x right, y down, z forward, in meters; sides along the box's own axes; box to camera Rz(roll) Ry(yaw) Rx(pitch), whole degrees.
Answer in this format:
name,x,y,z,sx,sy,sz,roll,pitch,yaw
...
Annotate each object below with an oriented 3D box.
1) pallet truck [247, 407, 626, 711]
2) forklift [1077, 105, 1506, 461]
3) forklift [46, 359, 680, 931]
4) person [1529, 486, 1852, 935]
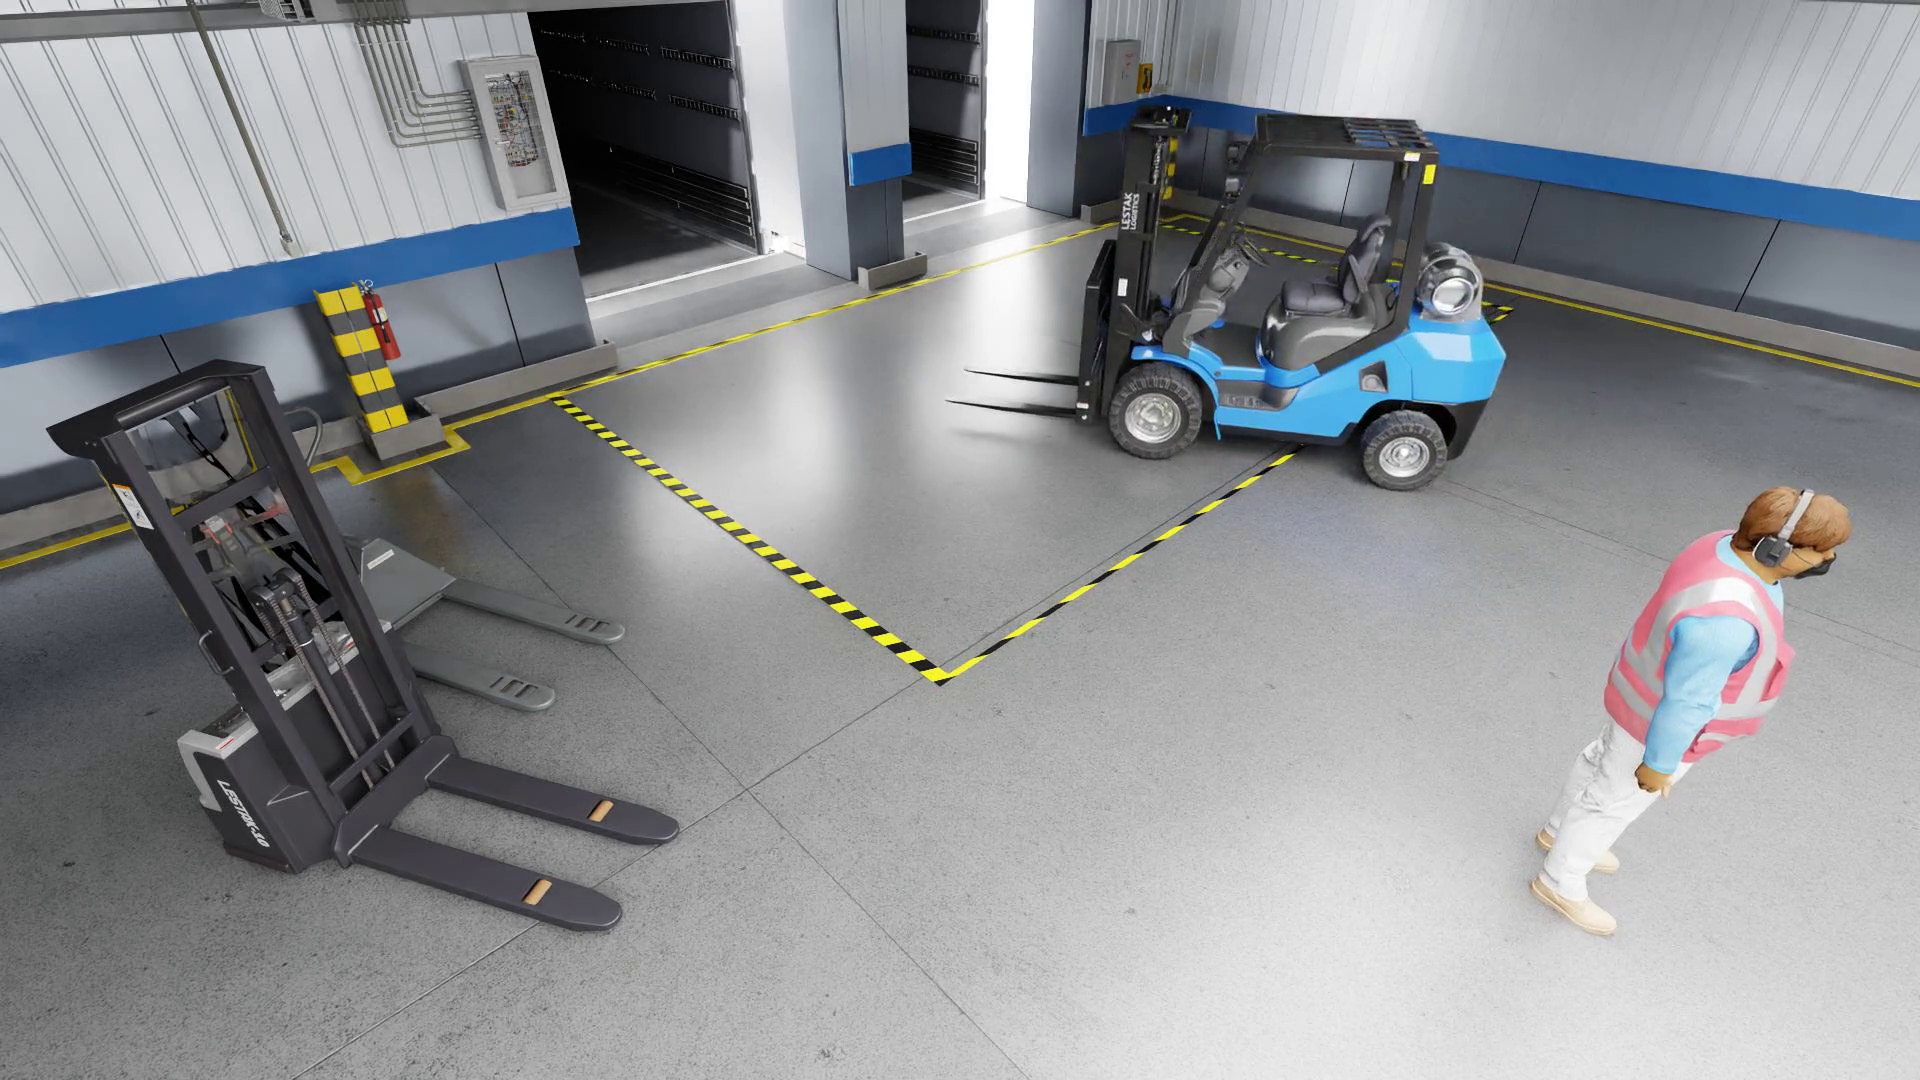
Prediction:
name,x,y,z,sx,sy,sz,roll,pitch,yaw
pallet truck,-2.628,0.038,4.590,1.601,1.201,0.680,12,36,18
forklift,2.272,-1.770,6.261,2.680,2.036,1.157,8,35,12
forklift,-2.135,0.422,3.354,1.885,1.965,0.823,10,35,14
person,2.481,0.617,3.203,0.429,1.842,0.627,22,40,29
